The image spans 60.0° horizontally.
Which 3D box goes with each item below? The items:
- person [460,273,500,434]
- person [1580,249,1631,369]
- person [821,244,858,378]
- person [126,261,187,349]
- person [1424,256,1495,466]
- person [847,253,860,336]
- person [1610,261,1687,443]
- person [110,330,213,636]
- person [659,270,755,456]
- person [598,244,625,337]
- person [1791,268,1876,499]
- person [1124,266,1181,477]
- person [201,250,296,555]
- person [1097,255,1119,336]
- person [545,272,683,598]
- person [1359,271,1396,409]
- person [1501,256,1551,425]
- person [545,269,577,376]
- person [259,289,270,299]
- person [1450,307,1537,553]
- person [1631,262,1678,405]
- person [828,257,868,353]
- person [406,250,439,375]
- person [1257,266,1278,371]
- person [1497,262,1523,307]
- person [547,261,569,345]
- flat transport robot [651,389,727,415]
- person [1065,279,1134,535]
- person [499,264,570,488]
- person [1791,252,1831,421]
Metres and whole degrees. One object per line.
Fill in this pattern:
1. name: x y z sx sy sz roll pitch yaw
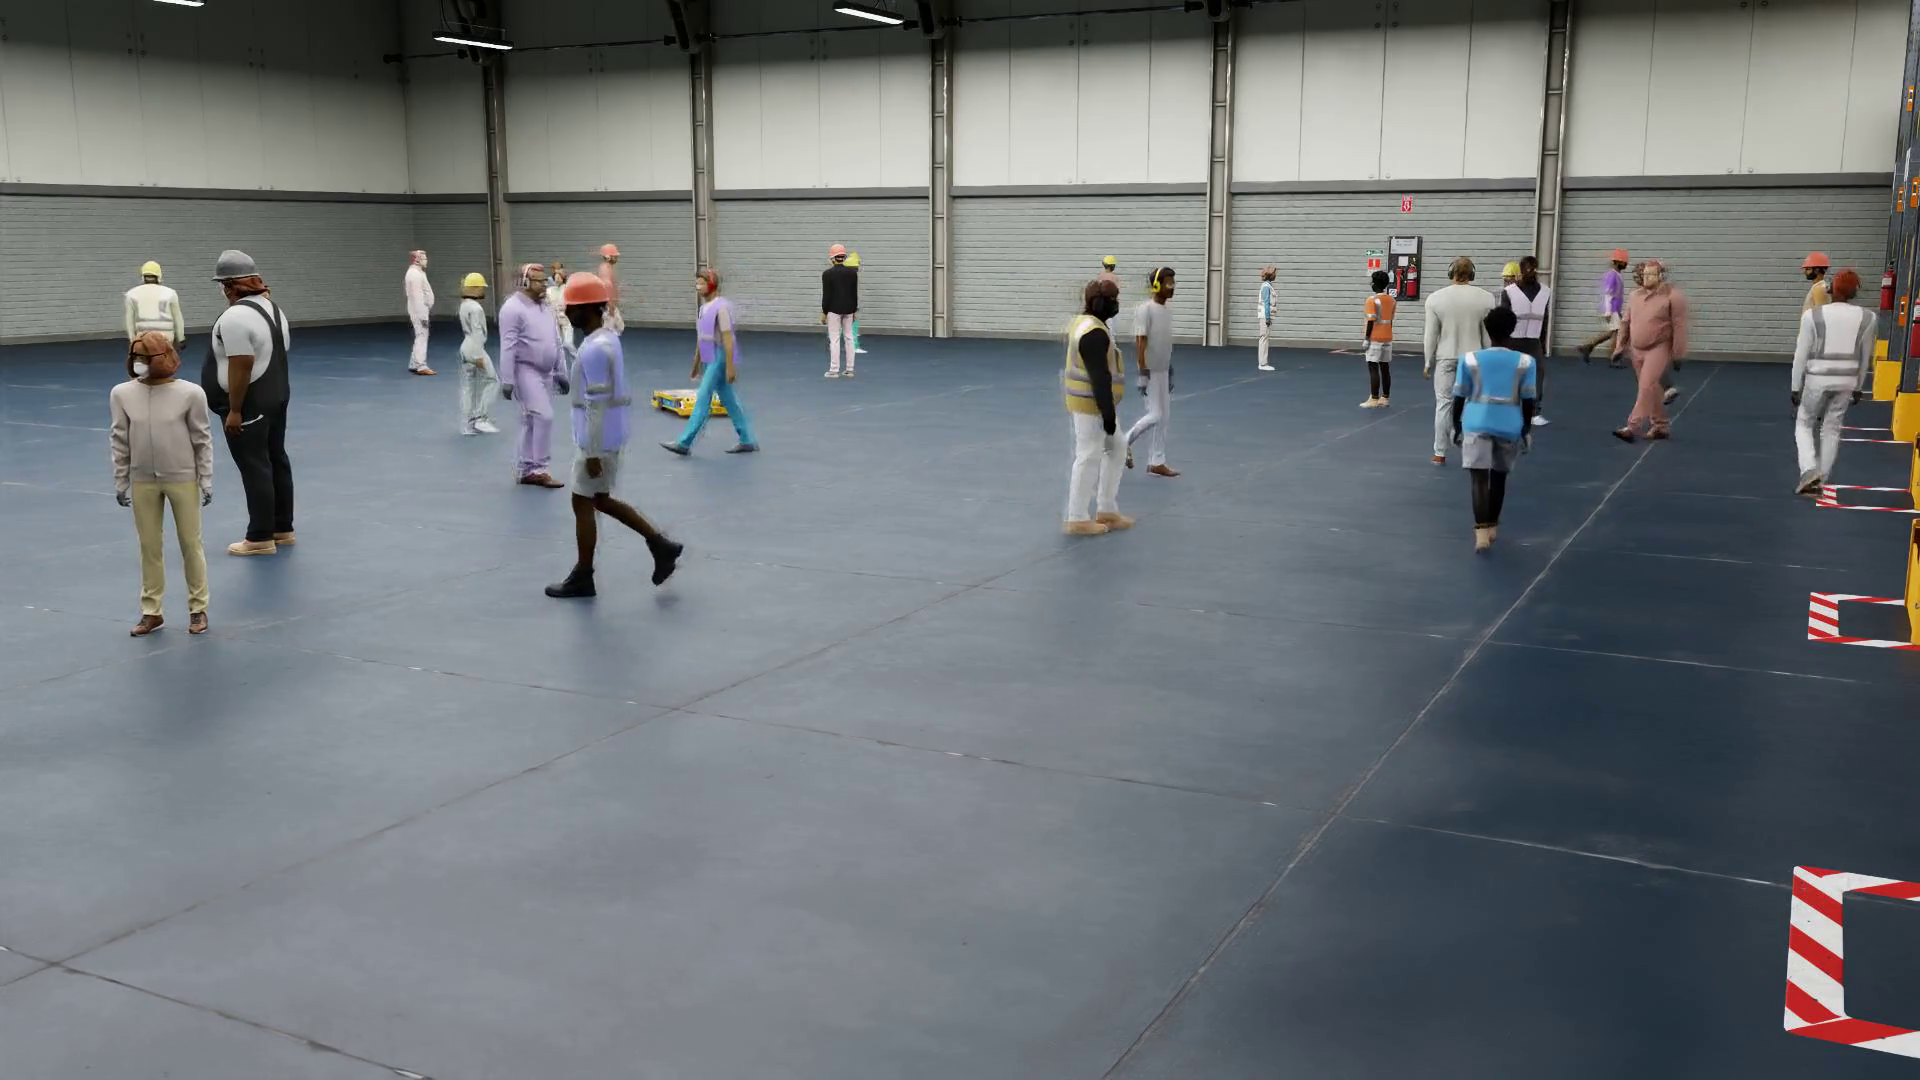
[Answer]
1. person: -5.141 -1.991 17.821 0.482 1.724 0.513 -7 12 -33
2. person: 10.405 -3.713 26.722 0.703 1.918 0.561 6 12 30
3. person: -1.814 -3.438 25.005 0.610 1.995 0.375 -8 13 -36
4. person: -9.865 -2.508 20.448 0.604 1.813 0.496 -1 10 -6
5. person: 4.597 -1.642 15.364 0.627 1.940 0.371 2 11 13
6. person: -2.249 -5.147 34.976 0.333 1.761 0.523 1 10 8
7. person: 7.043 -1.928 17.132 0.990 1.856 0.642 -5 12 -27
8. person: -4.246 -0.299 8.876 0.502 1.631 0.285 -1 10 -6
9. person: -2.449 -1.708 16.115 0.988 1.788 0.586 -4 11 -22
10. person: -5.727 -3.852 27.283 0.440 1.978 0.657 -2 11 -8
11. person: 7.020 -1.254 13.434 0.588 1.869 0.405 2 11 11
12. person: 1.694 -1.485 14.724 0.527 1.859 0.538 8 13 38
13. person: -4.802 -0.925 11.178 0.535 2.000 0.684 1 10 3
14. person: 2.688 -4.260 30.112 0.314 1.768 0.527 -8 13 -37
15. person: -2.070 -0.602 9.745 0.739 1.920 0.562 0 10 0
16. person: 5.147 -2.465 20.520 0.552 1.696 0.316 -9 14 -41
17. person: 6.357 -2.213 18.611 0.614 1.887 0.802 -1 10 -8
18. person: -6.049 -3.317 25.342 0.532 1.620 0.486 2 11 9
19. person: -7.008 -1.714 16.620 0.324 1.625 0.522 -3 11 -14
20. person: 3.612 -0.752 11.284 0.536 1.656 0.850 2 11 10
21. person: 8.496 -2.497 20.416 0.555 1.803 0.527 -7 13 -34
22. person: -2.043 -4.255 30.118 0.693 1.747 0.524 1 10 8
23. person: -8.247 -3.470 25.472 0.401 1.904 0.672 -4 11 -21
24. person: 4.859 -3.500 26.313 0.309 1.641 0.514 2 11 11
25. person: 7.206 -2.726 21.733 0.969 1.775 0.595 -3 11 -17
26. person: -7.737 -4.580 32.241 0.536 1.619 0.338 -8 13 -36
27. flat transport robot: -3.237 -1.682 20.134 0.652 0.197 1.431 -5 11 -25
28. person: 1.055 -0.936 11.834 0.638 1.819 0.650 0 10 2
29. person: -3.510 -1.379 14.056 0.689 1.883 0.680 4 11 19
30. person: 9.828 -2.344 19.195 0.374 1.935 0.552 5 12 26
